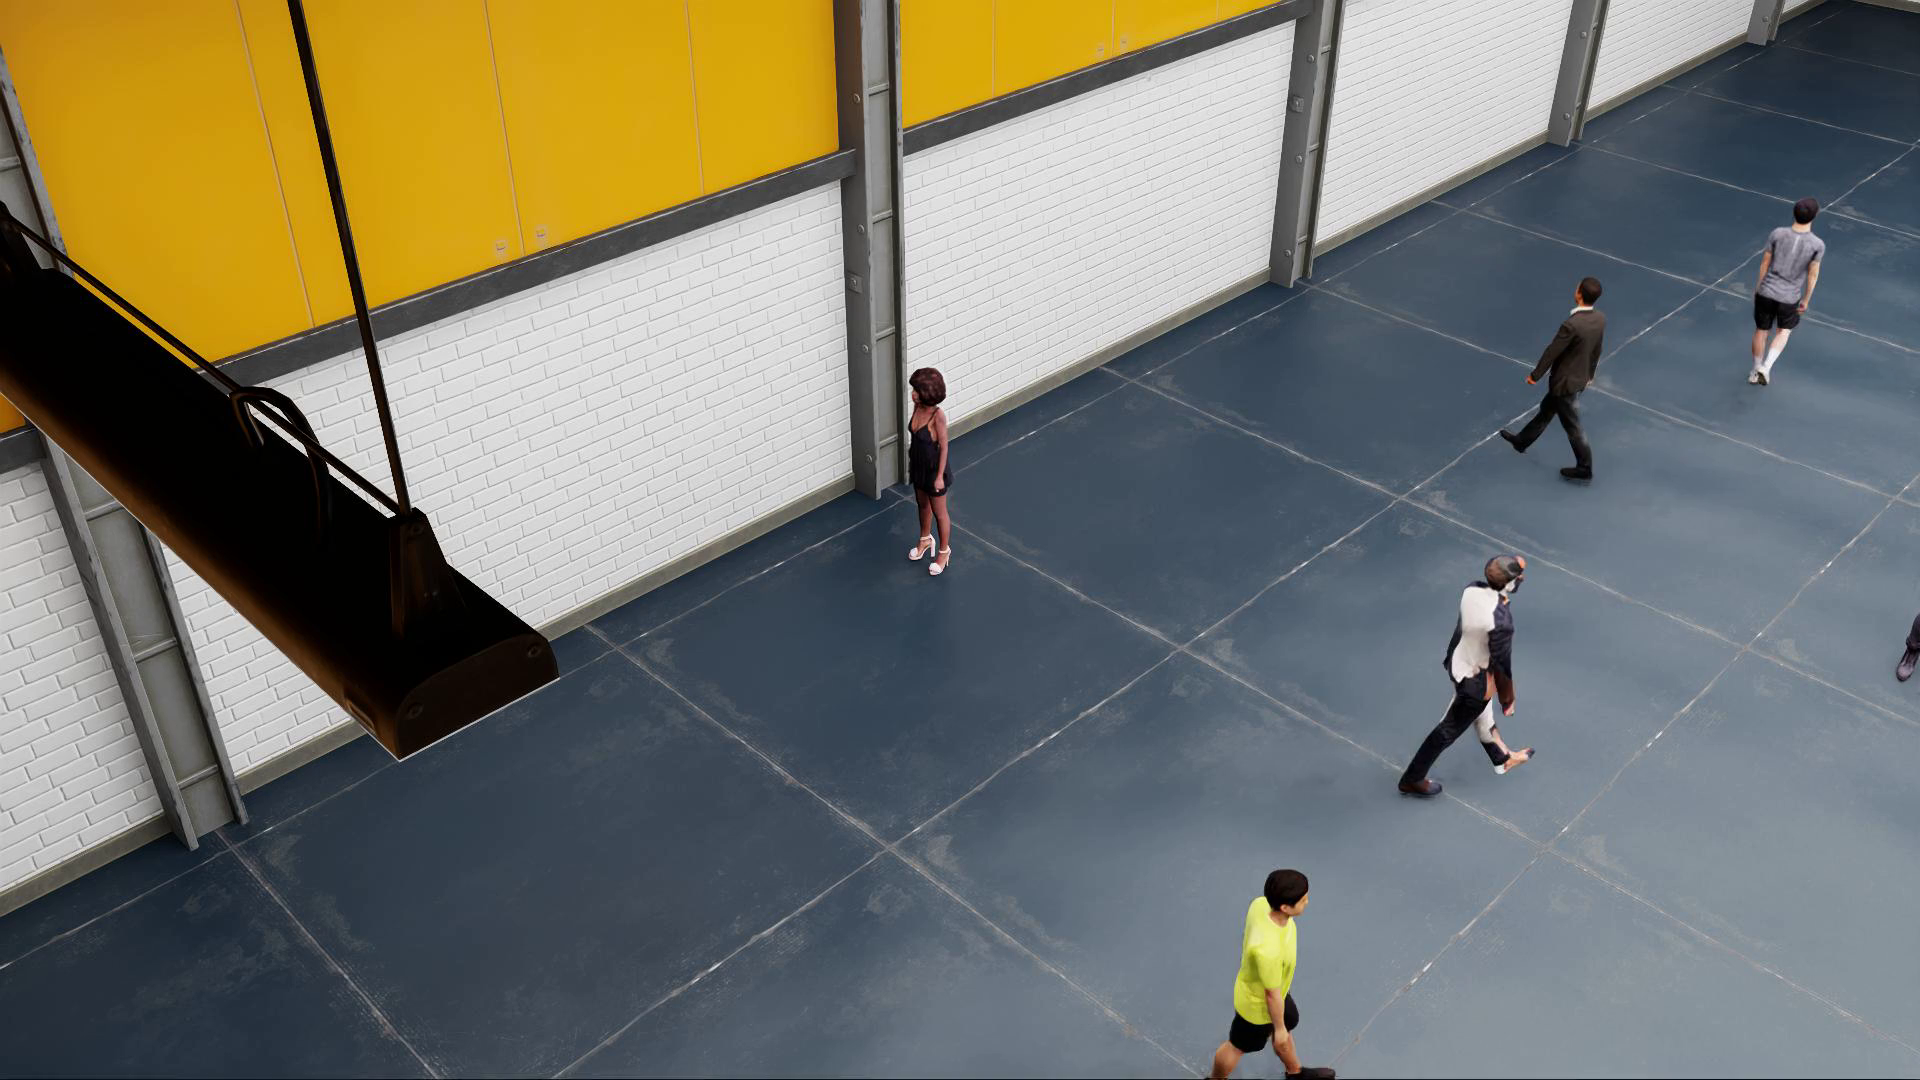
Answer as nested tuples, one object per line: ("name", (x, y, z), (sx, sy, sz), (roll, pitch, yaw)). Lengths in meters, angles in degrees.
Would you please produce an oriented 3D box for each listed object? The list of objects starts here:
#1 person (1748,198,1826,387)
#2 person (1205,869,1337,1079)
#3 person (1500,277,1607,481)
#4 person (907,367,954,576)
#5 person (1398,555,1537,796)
("person", (7.597, -2.264, 15.446), (0.747, 1.859, 0.876), (20, 39, 28))
("person", (1.492, 2.349, 8.667), (1.028, 1.681, 1.020), (5, 34, 8))
("person", (5.243, -1.313, 14.115), (1.086, 1.749, 0.742), (-29, 43, -36))
("person", (-0.234, -0.542, 12.920), (0.575, 1.788, 0.598), (-22, 40, -30))
("person", (3.215, 0.911, 10.688), (1.307, 1.839, 1.202), (-3, 34, -4))
